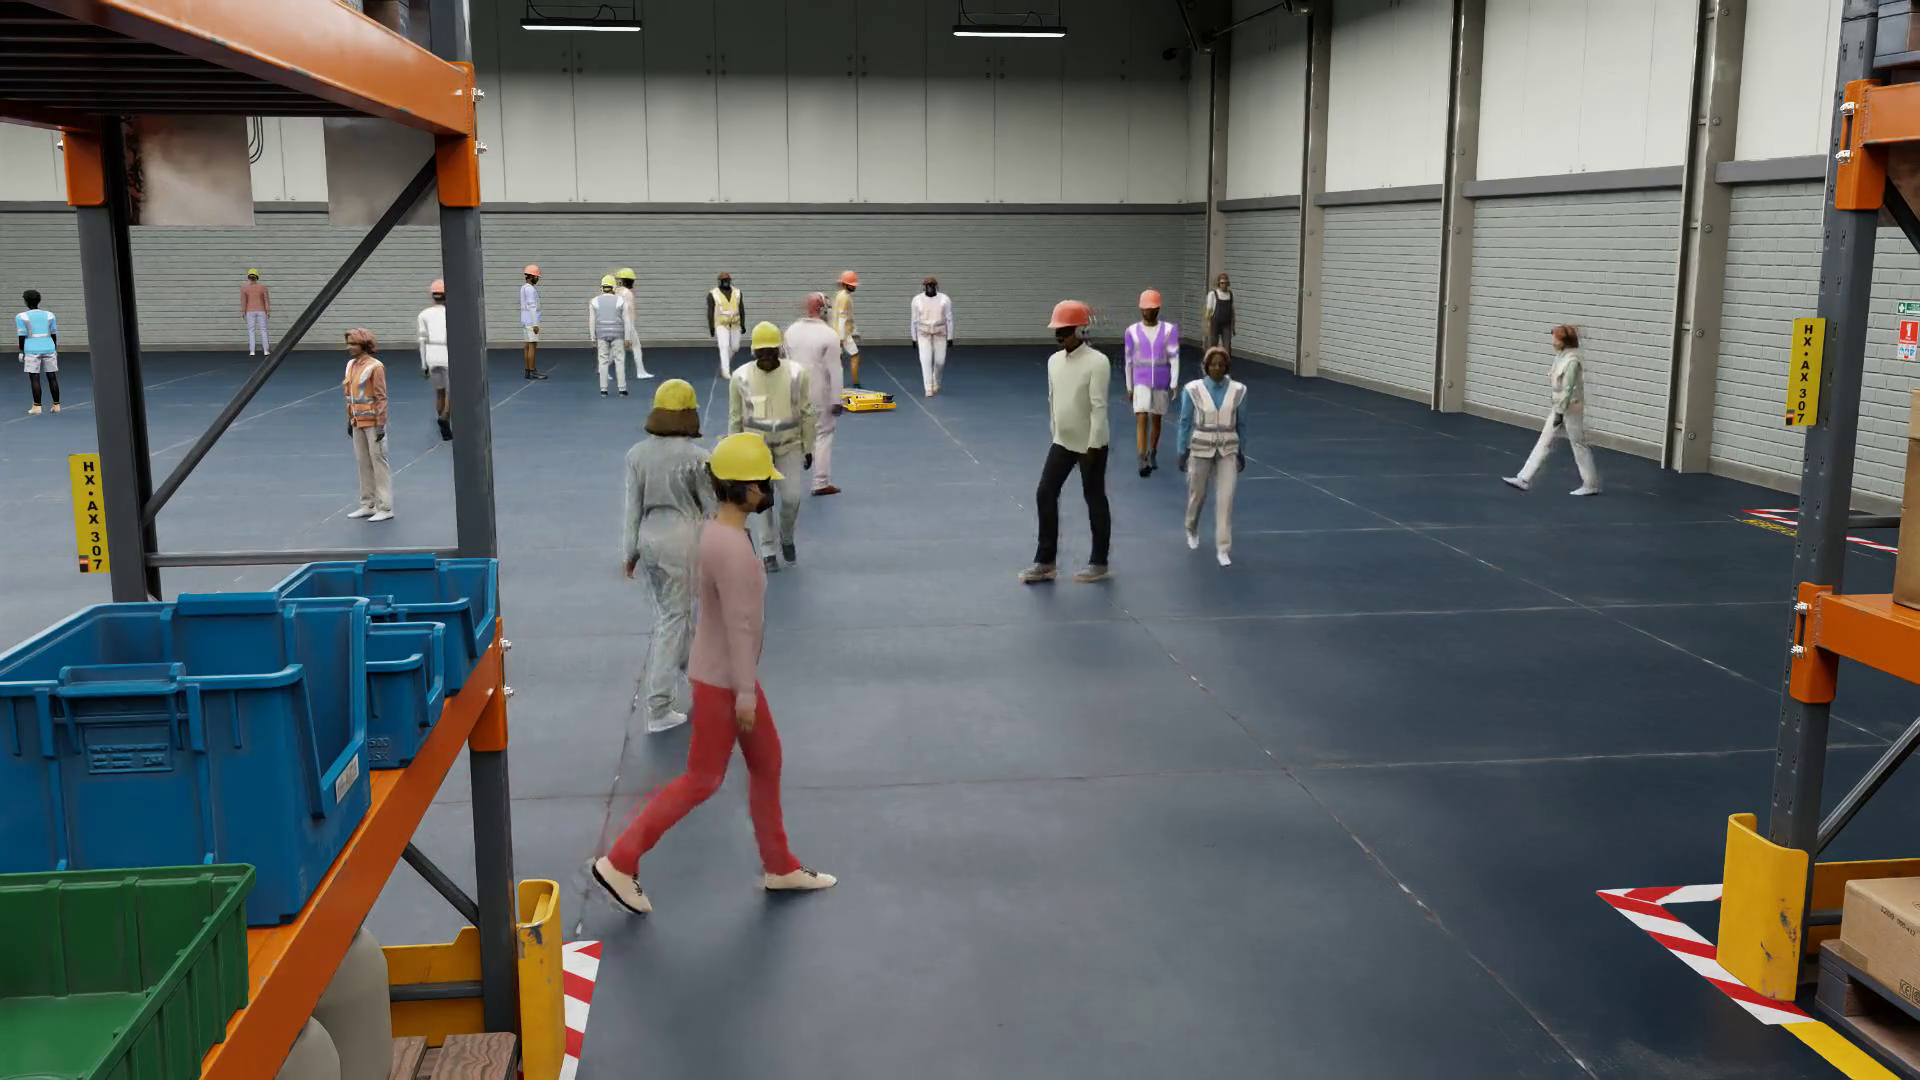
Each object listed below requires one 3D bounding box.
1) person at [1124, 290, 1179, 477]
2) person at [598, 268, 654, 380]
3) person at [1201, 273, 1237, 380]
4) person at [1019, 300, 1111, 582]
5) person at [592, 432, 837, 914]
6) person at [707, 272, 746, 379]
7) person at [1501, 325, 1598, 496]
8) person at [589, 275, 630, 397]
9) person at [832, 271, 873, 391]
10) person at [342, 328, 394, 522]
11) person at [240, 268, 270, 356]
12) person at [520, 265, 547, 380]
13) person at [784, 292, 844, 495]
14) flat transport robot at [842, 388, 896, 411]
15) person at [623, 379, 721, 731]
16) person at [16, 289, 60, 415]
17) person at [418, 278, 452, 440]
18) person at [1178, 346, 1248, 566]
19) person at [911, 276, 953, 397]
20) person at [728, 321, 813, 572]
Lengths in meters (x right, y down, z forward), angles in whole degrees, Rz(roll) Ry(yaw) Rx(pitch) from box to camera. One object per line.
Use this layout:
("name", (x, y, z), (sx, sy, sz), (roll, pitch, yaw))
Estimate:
("person", (1.943, -1.594, 16.901), (0.549, 1.875, 1.043), (0, 10, 3))
("person", (-5.704, -3.650, 28.103), (0.952, 1.888, 0.593), (-8, 13, -37))
("person", (4.392, -3.619, 28.173), (0.557, 1.812, 0.810), (-2, 11, -12))
("person", (0.754, -0.656, 11.485), (0.797, 1.964, 0.637), (-9, 14, -42))
("person", (-0.900, 0.478, 5.914), (0.840, 1.737, 0.533), (-2, 11, -10))
("person", (-4.001, -3.673, 28.416), (0.639, 1.820, 0.693), (-6, 12, -30))
("person", (5.544, -1.190, 15.407), (0.887, 1.585, 0.526), (1, 10, 3))
("person", (-5.266, -3.068, 25.068), (0.599, 1.827, 0.403), (-1, 10, -4))
("person", (-1.630, -3.092, 25.007), (0.784, 1.892, 0.584), (-2, 11, -13))
("person", (-5.034, -0.975, 14.126), (0.523, 1.636, 0.310), (8, 13, 39))
("person", (-14.267, -4.611, 33.702), (0.533, 1.768, 0.310), (-4, 11, -23))
("person", (-7.231, -3.680, 28.145), (0.370, 1.932, 0.543), (-5, 12, -27))
("person", (-1.354, -1.344, 15.440), (0.662, 1.893, 0.488), (8, 13, 36))
("flat transport robot", (-1.545, -1.994, 23.458), (0.652, 0.197, 1.431), (-7, 12, -33))
("person", (-1.371, 0.048, 8.331), (0.504, 1.704, 0.871), (5, 12, 26))
("person", (-12.502, -2.544, 22.563), (0.319, 1.698, 0.532), (7, 13, 35))
("person", (-6.100, -2.112, 19.589), (0.553, 1.915, 0.571), (1, 10, 4))
("person", (1.881, -0.656, 12.460), (0.526, 1.614, 0.767), (0, 10, -1))
("person", (-0.436, -3.093, 25.224), (0.638, 1.821, 0.636), (-1, 10, -4))
("person", (-1.357, -0.662, 11.932), (0.611, 1.809, 0.439), (-2, 10, -9))
